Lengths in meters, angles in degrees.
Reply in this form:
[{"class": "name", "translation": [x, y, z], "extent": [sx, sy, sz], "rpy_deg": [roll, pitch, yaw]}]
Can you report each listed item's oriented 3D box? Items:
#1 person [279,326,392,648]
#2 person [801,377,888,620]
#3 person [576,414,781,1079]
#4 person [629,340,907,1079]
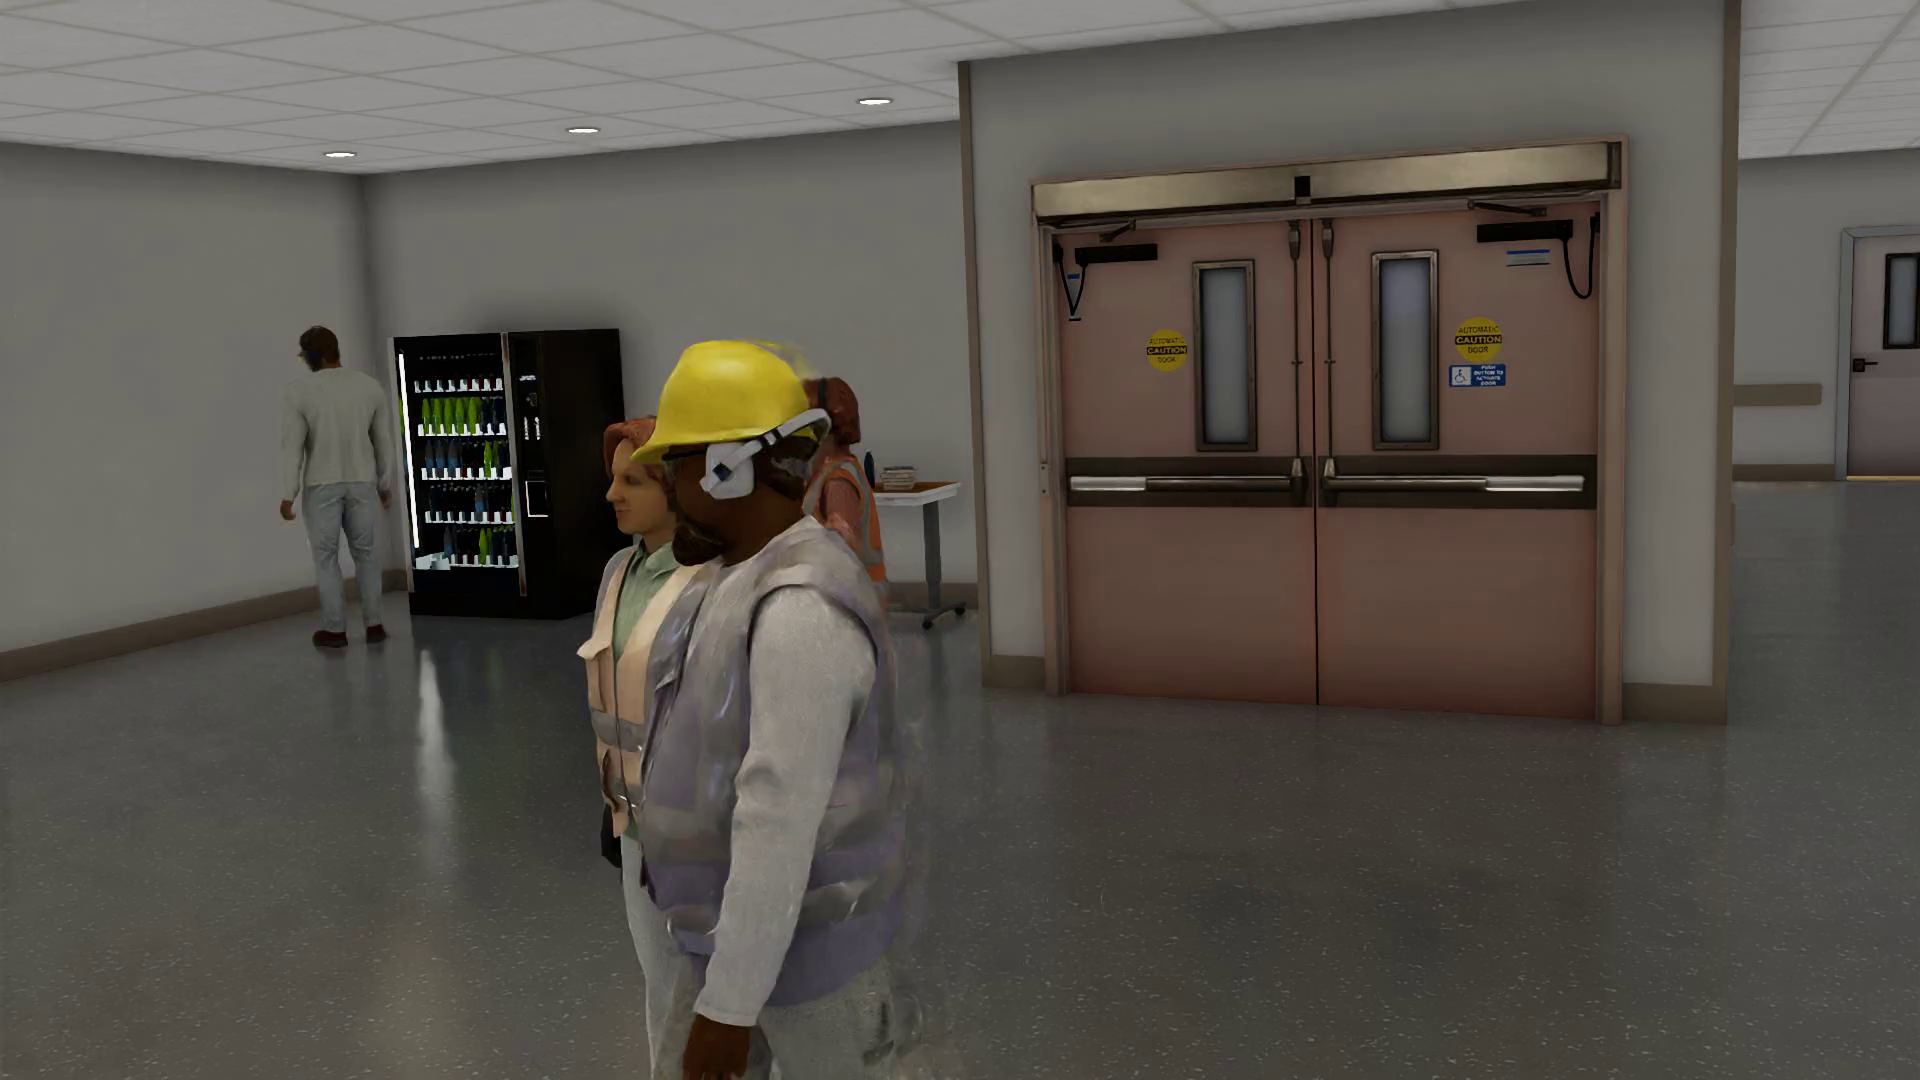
[{"class": "person", "translation": [-3.719, -0.308, 9.979], "extent": [0.674, 1.928, 0.365], "rpy_deg": [-9, 10, -41]}, {"class": "person", "translation": [-0.384, 0.290, 5.404], "extent": [0.311, 1.638, 0.523], "rpy_deg": [-3, 7, -6]}, {"class": "person", "translation": [-0.545, 0.571, 3.275], "extent": [0.307, 1.644, 0.514], "rpy_deg": [-9, 10, -41]}, {"class": "person", "translation": [-0.275, 0.583, 2.576], "extent": [0.905, 1.784, 0.594], "rpy_deg": [-5, 8, -20]}]
